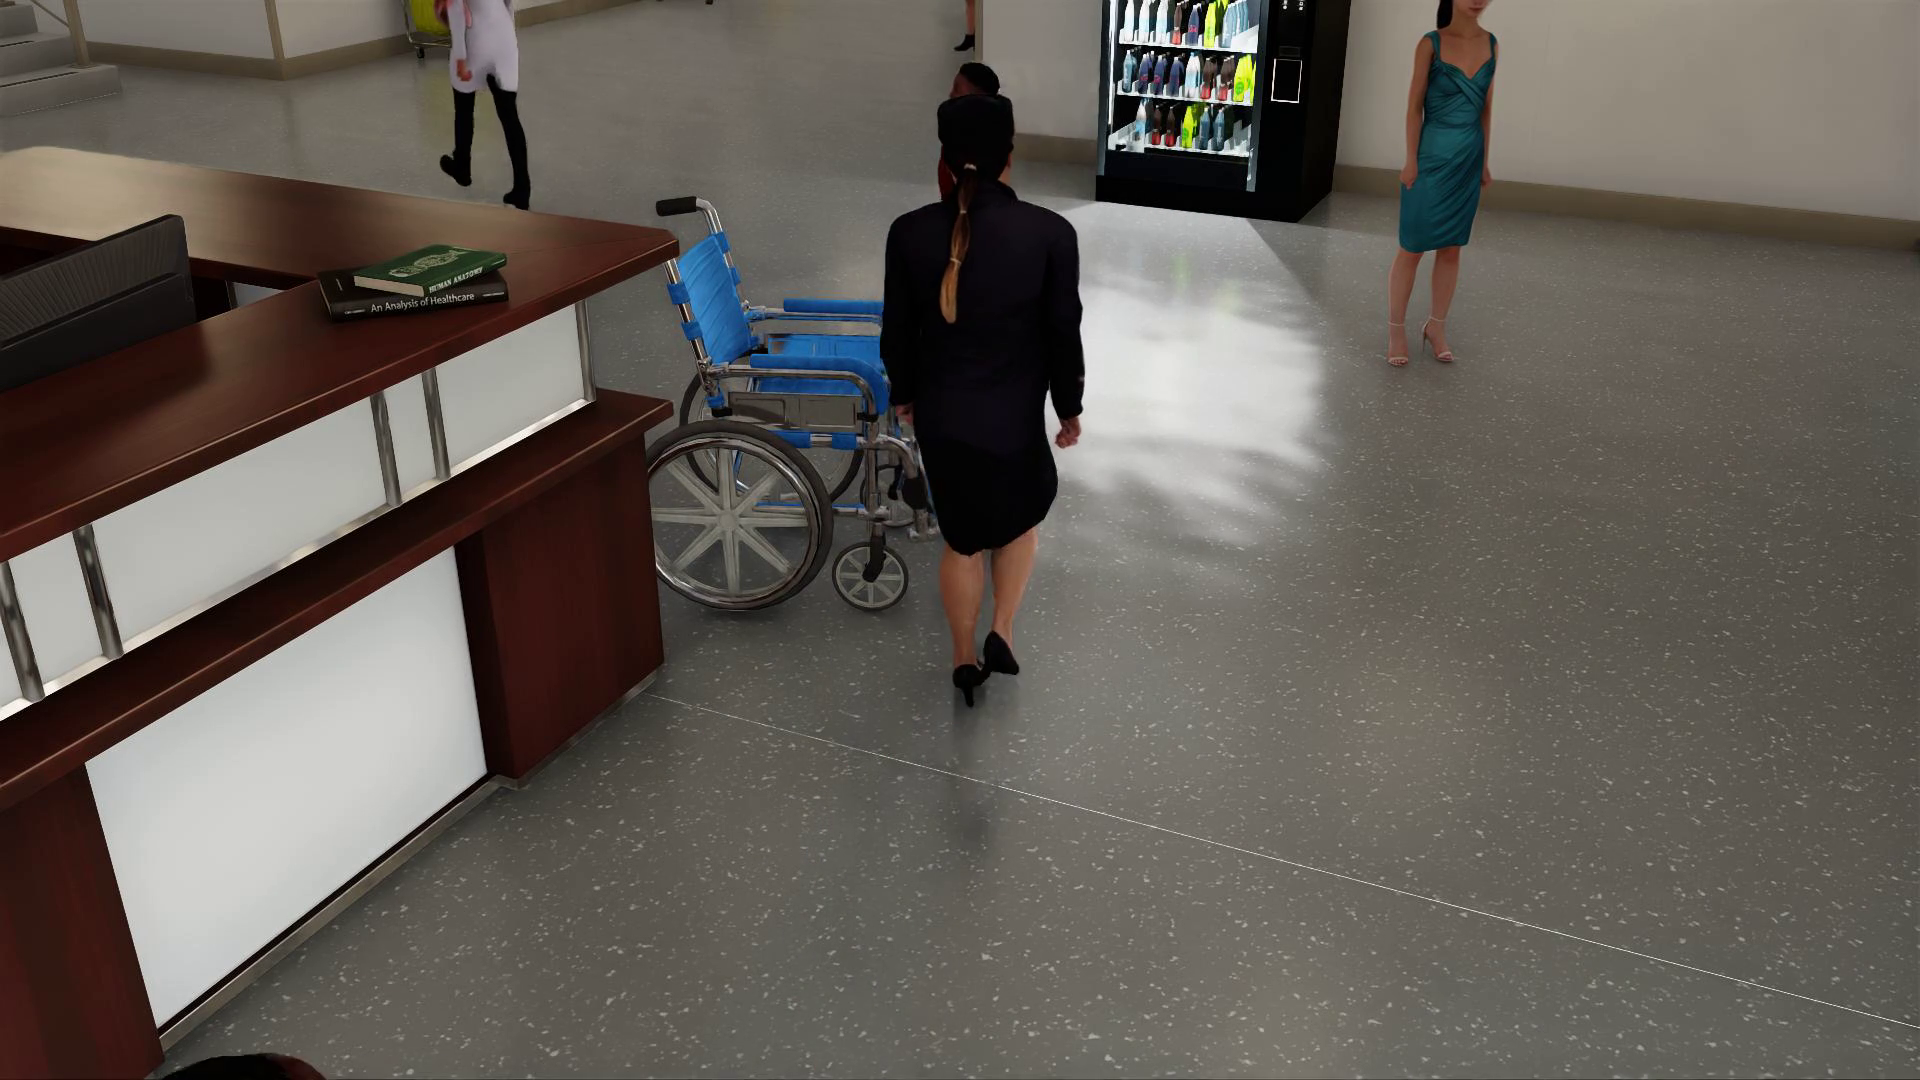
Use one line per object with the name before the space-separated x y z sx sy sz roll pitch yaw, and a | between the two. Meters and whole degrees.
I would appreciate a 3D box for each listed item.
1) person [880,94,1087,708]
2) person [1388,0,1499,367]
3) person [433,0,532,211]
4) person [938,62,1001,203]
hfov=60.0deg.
person | 0.044 -0.287 4.364 0.688 1.661 0.843 5 26 10
person | 2.030 -1.564 6.977 0.595 1.692 0.677 -6 26 -12
person | -2.591 -2.701 9.268 0.935 1.749 1.244 -23 34 -39
person | 0.108 -1.418 7.183 0.702 1.251 0.641 -5 26 -9
